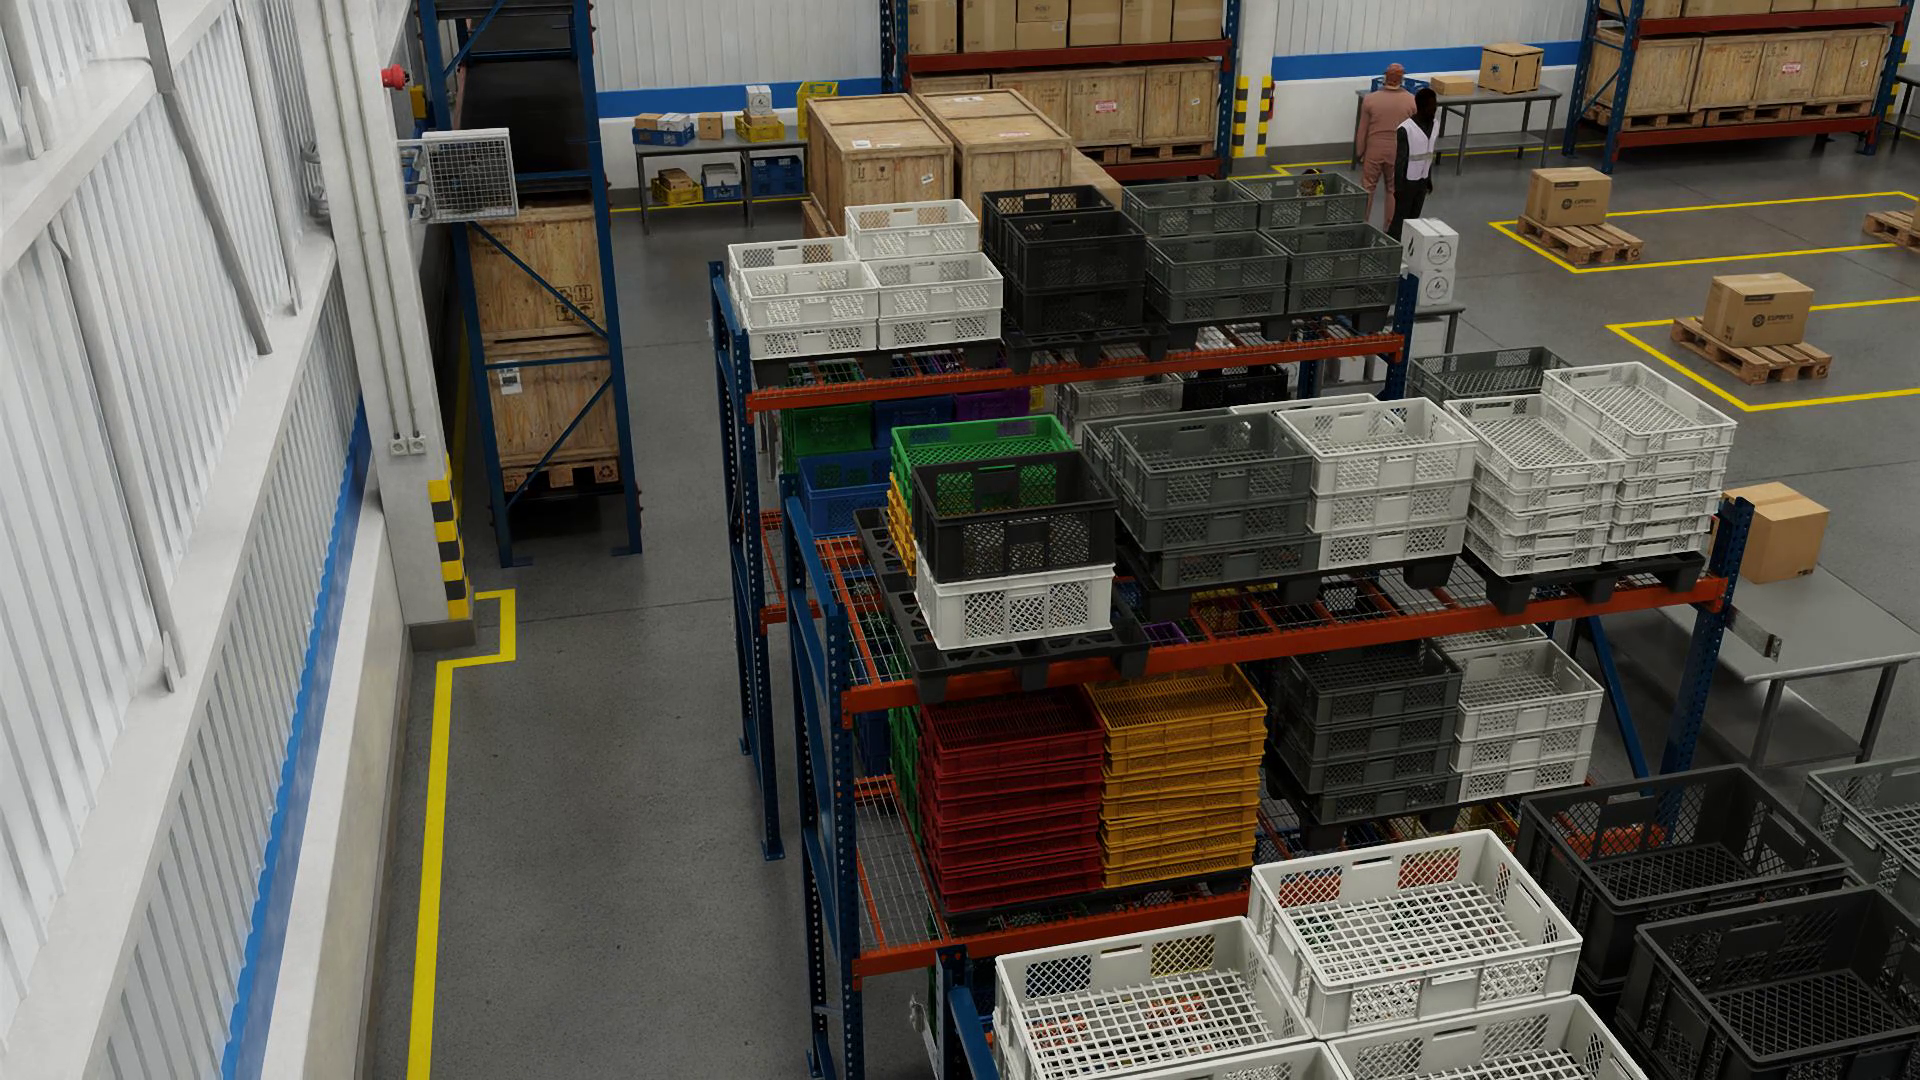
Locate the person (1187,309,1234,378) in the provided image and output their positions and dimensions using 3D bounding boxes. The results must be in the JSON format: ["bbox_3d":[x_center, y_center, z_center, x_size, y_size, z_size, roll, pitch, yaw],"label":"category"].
[{"bbox_3d":[1.941,-1.371,12.906,0.358,1.880,0.574,0,28,1],"label":"person"}]

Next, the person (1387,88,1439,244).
[{"bbox_3d":[4.732,-3.760,17.397,0.599,1.917,0.377,-21,35,-35],"label":"person"}]

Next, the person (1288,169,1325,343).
[{"bbox_3d":[3.073,-2.393,14.856,0.326,1.871,0.520,-16,32,-28],"label":"person"}]

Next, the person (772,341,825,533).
[{"bbox_3d":[-1.155,-0.890,11.931,0.372,1.940,0.632,-18,33,-30],"label":"person"}]

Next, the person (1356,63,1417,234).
[{"bbox_3d":[4.737,-4.332,18.509,0.657,1.901,0.396,4,28,7],"label":"person"}]
